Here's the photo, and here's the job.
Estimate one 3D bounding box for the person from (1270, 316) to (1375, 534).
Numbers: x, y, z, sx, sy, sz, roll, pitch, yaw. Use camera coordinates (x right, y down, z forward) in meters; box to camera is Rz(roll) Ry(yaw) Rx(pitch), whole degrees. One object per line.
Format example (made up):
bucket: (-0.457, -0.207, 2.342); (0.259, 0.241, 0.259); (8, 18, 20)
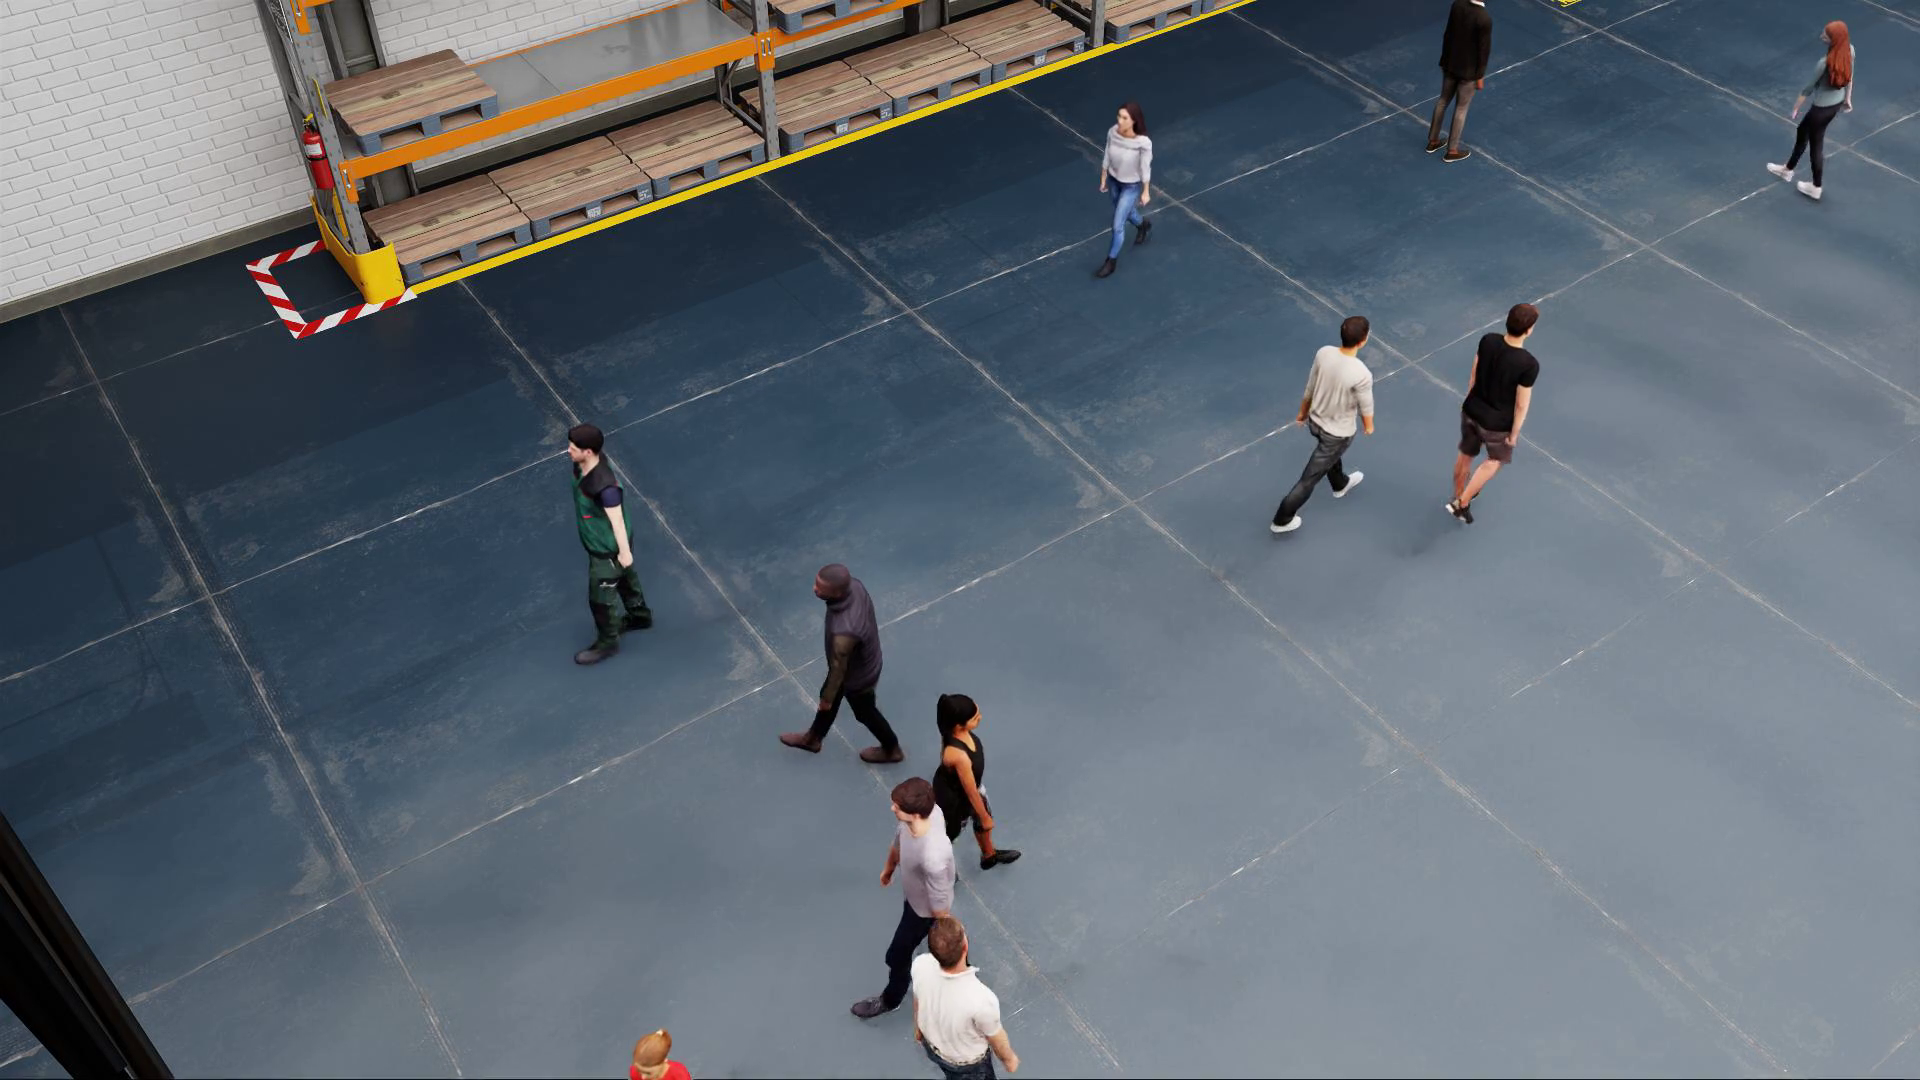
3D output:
person: (2.557, -0.753, 11.756); (1.162, 1.759, 0.670); (-25, 49, -24)

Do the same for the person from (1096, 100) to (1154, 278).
person: (1.472, -3.077, 14.306); (1.063, 1.607, 0.738); (-34, 53, -31)

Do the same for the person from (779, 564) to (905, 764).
person: (-0.558, 0.800, 10.096); (1.181, 1.801, 1.054); (0, 44, 0)

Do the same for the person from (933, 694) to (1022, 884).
person: (-0.100, 1.463, 9.513); (0.969, 1.646, 0.843); (-1, 44, -1)

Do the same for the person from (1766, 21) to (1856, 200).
person: (7.870, -3.868, 15.078); (0.756, 1.688, 0.726); (-16, 46, -16)

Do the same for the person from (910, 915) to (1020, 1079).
person: (-0.093, 2.591, 8.217); (1.248, 1.801, 0.752); (-27, 50, -26)

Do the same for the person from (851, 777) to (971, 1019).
person: (-0.091, 1.884, 8.945); (1.059, 1.820, 0.901); (-7, 44, -7)

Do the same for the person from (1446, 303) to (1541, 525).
person: (3.697, -0.864, 11.808); (0.807, 1.850, 0.713); (-31, 52, -28)

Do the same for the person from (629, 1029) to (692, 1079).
person: (-1.438, 2.811, 8.352); (0.605, 1.295, 0.663); (8, 44, 8)

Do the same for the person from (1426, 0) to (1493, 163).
person: (4.702, -4.420, 15.575); (0.548, 1.802, 0.655); (-24, 49, -23)

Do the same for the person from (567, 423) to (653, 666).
person: (-2.244, -0.038, 10.912); (0.882, 1.889, 0.783); (-19, 47, -19)
